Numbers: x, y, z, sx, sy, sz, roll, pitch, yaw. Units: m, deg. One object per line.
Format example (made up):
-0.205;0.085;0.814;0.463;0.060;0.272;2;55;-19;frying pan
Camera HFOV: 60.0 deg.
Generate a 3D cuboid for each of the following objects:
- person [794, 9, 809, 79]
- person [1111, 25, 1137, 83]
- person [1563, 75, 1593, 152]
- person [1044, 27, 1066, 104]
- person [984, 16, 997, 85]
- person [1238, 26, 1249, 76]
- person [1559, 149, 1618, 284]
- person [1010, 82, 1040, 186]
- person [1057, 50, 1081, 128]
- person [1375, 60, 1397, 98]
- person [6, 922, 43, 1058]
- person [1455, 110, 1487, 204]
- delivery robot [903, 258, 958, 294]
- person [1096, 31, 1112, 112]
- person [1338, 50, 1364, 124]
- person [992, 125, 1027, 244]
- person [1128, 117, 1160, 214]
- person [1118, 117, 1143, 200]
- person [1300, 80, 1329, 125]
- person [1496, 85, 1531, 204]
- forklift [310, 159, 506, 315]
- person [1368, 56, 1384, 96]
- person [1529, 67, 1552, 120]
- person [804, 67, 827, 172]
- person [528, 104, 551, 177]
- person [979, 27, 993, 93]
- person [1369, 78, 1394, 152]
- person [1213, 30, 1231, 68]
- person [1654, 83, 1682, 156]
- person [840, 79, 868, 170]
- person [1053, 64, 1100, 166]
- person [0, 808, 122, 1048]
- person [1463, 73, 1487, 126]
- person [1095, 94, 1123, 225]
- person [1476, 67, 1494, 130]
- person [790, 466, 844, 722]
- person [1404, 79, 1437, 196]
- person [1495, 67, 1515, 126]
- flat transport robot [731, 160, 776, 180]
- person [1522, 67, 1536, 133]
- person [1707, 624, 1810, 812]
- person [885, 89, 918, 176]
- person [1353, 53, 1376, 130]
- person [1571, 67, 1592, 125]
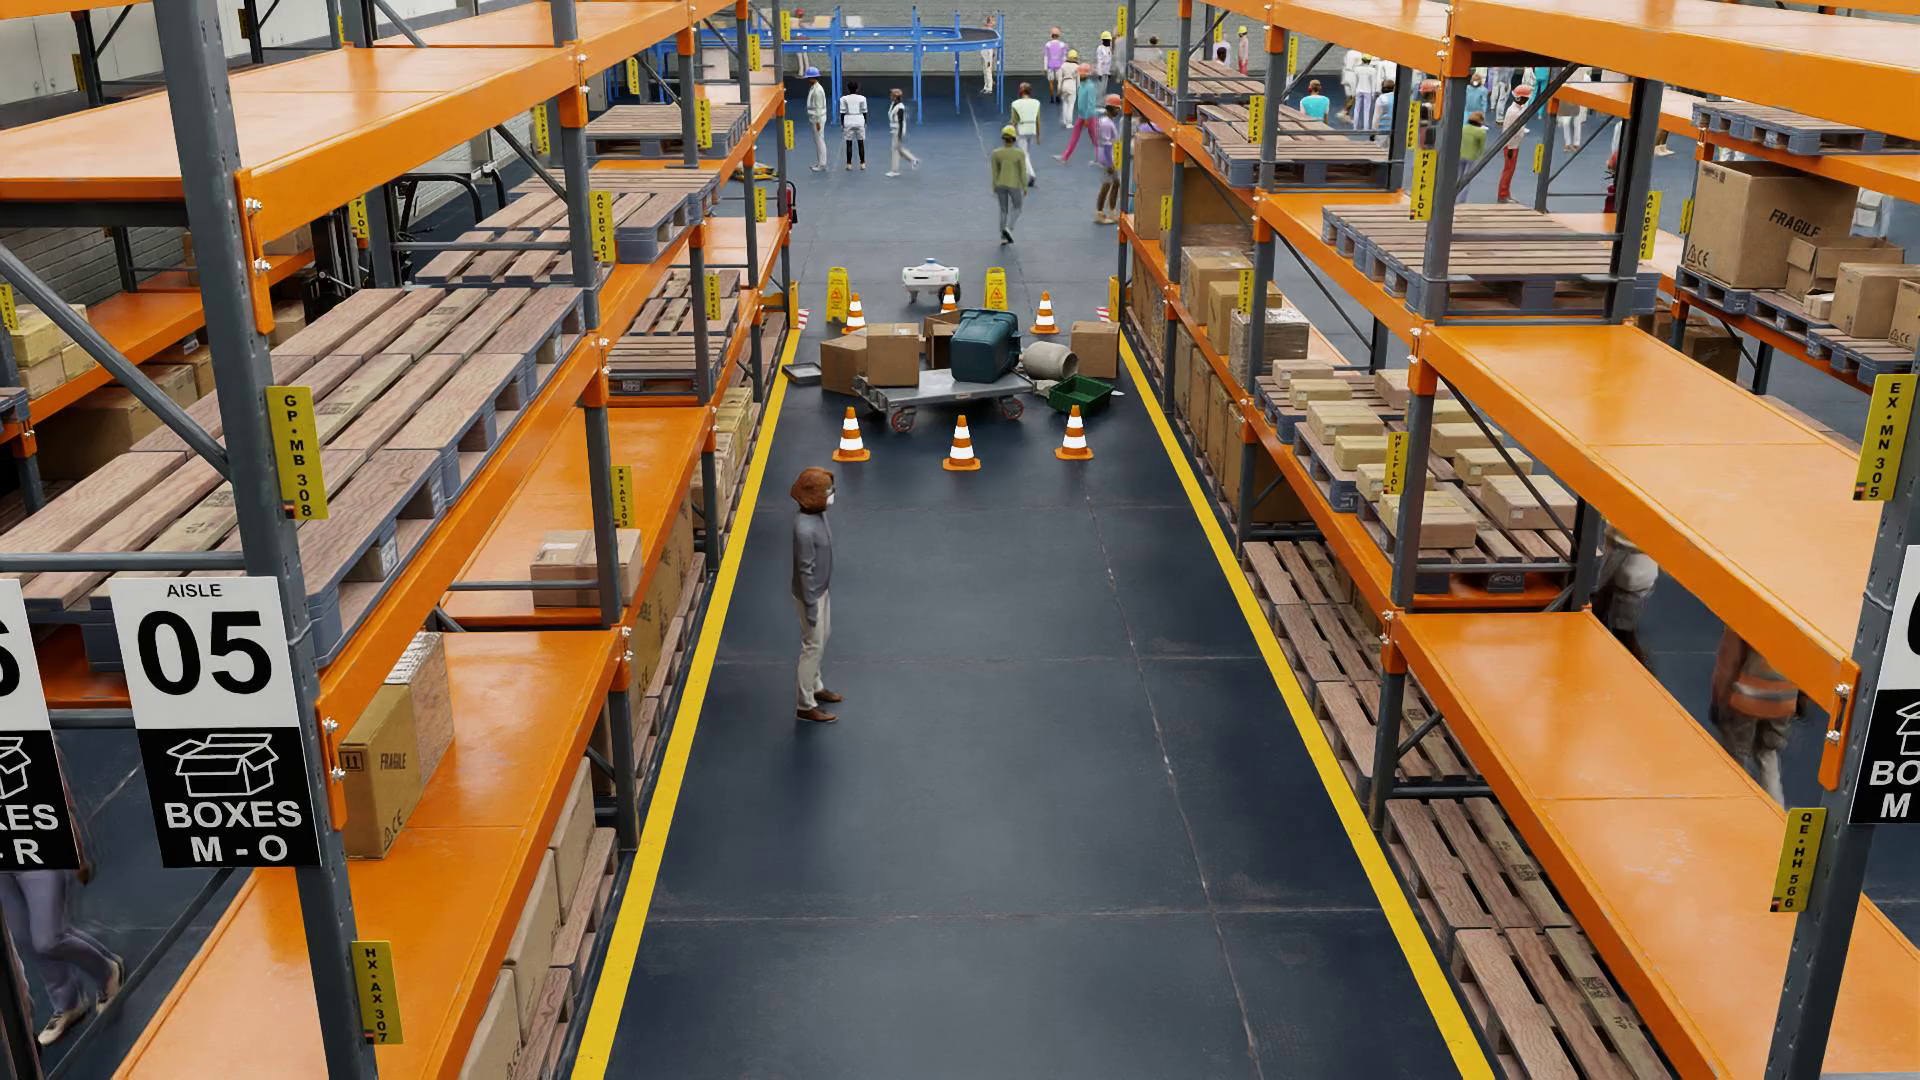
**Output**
-4.722;-14.721;49.326;0.386;1.992;0.625;13;24;30;person
4.696;-14.160;47.780;0.724;2.000;0.787;-6;21;-15;person
12.650;-8.901;34.150;0.707;1.838;0.815;10;23;24;person
2.424;-12.174;42.703;0.569;1.923;0.469;1;21;2;person
0.872;-13.960;47.437;0.401;1.910;0.641;-5;21;-13;person
7.699;-13.108;45.394;0.327;1.760;0.523;-3;21;-7;person
8.122;-3.912;20.836;1.037;1.932;0.626;9;22;22;person
1.203;-7.344;30.086;0.575;1.817;0.885;-11;23;-27;person
2.503;-10.337;38.139;0.531;1.706;0.562;9;22;22;person
9.662;-10.133;37.400;0.618;1.858;0.692;-2;21;-6;person
-3.644;1.773;6.066;0.564;1.752;0.338;0;21;-1;person
8.467;-6.332;27.679;0.518;1.615;0.318;16;26;37;person
-0.374;-3.326;21.083;0.707;0.478;0.477;0;21;-1;delivery robot
3.562;-11.553;41.045;0.370;1.929;0.585;10;23;25;person
9.072;-10.651;38.551;0.657;2.013;0.642;-10;23;-25;person
0.720;-5.237;24.597;0.545;1.752;0.421;7;22;19;person
2.927;-6.025;26.600;0.840;1.800;0.620;19;28;41;person
2.951;-6.668;28.412;0.489;1.731;0.324;4;21;10;person
6.397;-7.395;30.173;0.574;1.841;0.374;-6;21;-15;person
9.335;-6.659;28.041;0.410;1.980;0.627;10;23;24;person
-5.622;-2.910;17.832;2.313;2.155;1.214;-1;21;-1;forklift
11.105;-12.753;44.627;0.515;1.636;0.314;2;21;6;person
13.818;-10.936;39.554;0.518;1.835;0.354;6;21;15;person
-2.738;-8.010;31.664;0.409;1.941;0.602;-4;21;-11;person
-6.679;-6.007;26.505;0.550;1.836;0.768;7;22;18;person
0.702;-13.095;45.367;0.343;1.749;0.572;-6;22;-16;person
7.773;-7.507;30.473;0.626;1.844;0.429;-12;24;-28;person
6.591;-12.054;42.461;0.656;1.876;0.801;18;27;39;person
14.380;-8.786;33.597;0.408;2.035;0.601;18;27;39;person
-2.027;-7.928;31.787;0.532;1.697;0.319;-3;21;-8;person
2.361;-8.224;32.237;1.037;1.932;0.630;-7;22;-18;person
-4.023;1.393;7.084;0.554;1.738;0.411;4;21;10;person
10.446;-8.693;33.915;0.529;1.607;0.618;10;23;24;person
2.408;-5.983;26.191;0.543;2.021;0.664;4;21;11;person
11.851;-10.267;37.686;0.395;1.908;0.597;-7;22;-17;person
-0.881;0.324;10.081;0.279;1.621;0.508;2;21;4;person
8.090;-6.884;28.580;0.619;2.020;0.733;-16;26;-36;person
12.600;-10.535;38.347;0.373;1.937;0.629;6;21;14;person
-4.080;-6.950;31.185;0.652;0.197;1.431;-14;25;-33;flat transport robot
12.730;-9.995;37.327;0.309;1.644;0.516;7;22;18;person
4.159;0.863;8.638;0.538;1.624;0.416;-1;21;-2;person
-1.101;-7.613;31.059;0.571;1.615;0.535;-5;21;-14;person
9.003;-9.958;37.056;0.524;1.769;0.314;14;25;33;person
14.486;-10.479;38.635;0.293;1.623;0.507;13;24;31;person
